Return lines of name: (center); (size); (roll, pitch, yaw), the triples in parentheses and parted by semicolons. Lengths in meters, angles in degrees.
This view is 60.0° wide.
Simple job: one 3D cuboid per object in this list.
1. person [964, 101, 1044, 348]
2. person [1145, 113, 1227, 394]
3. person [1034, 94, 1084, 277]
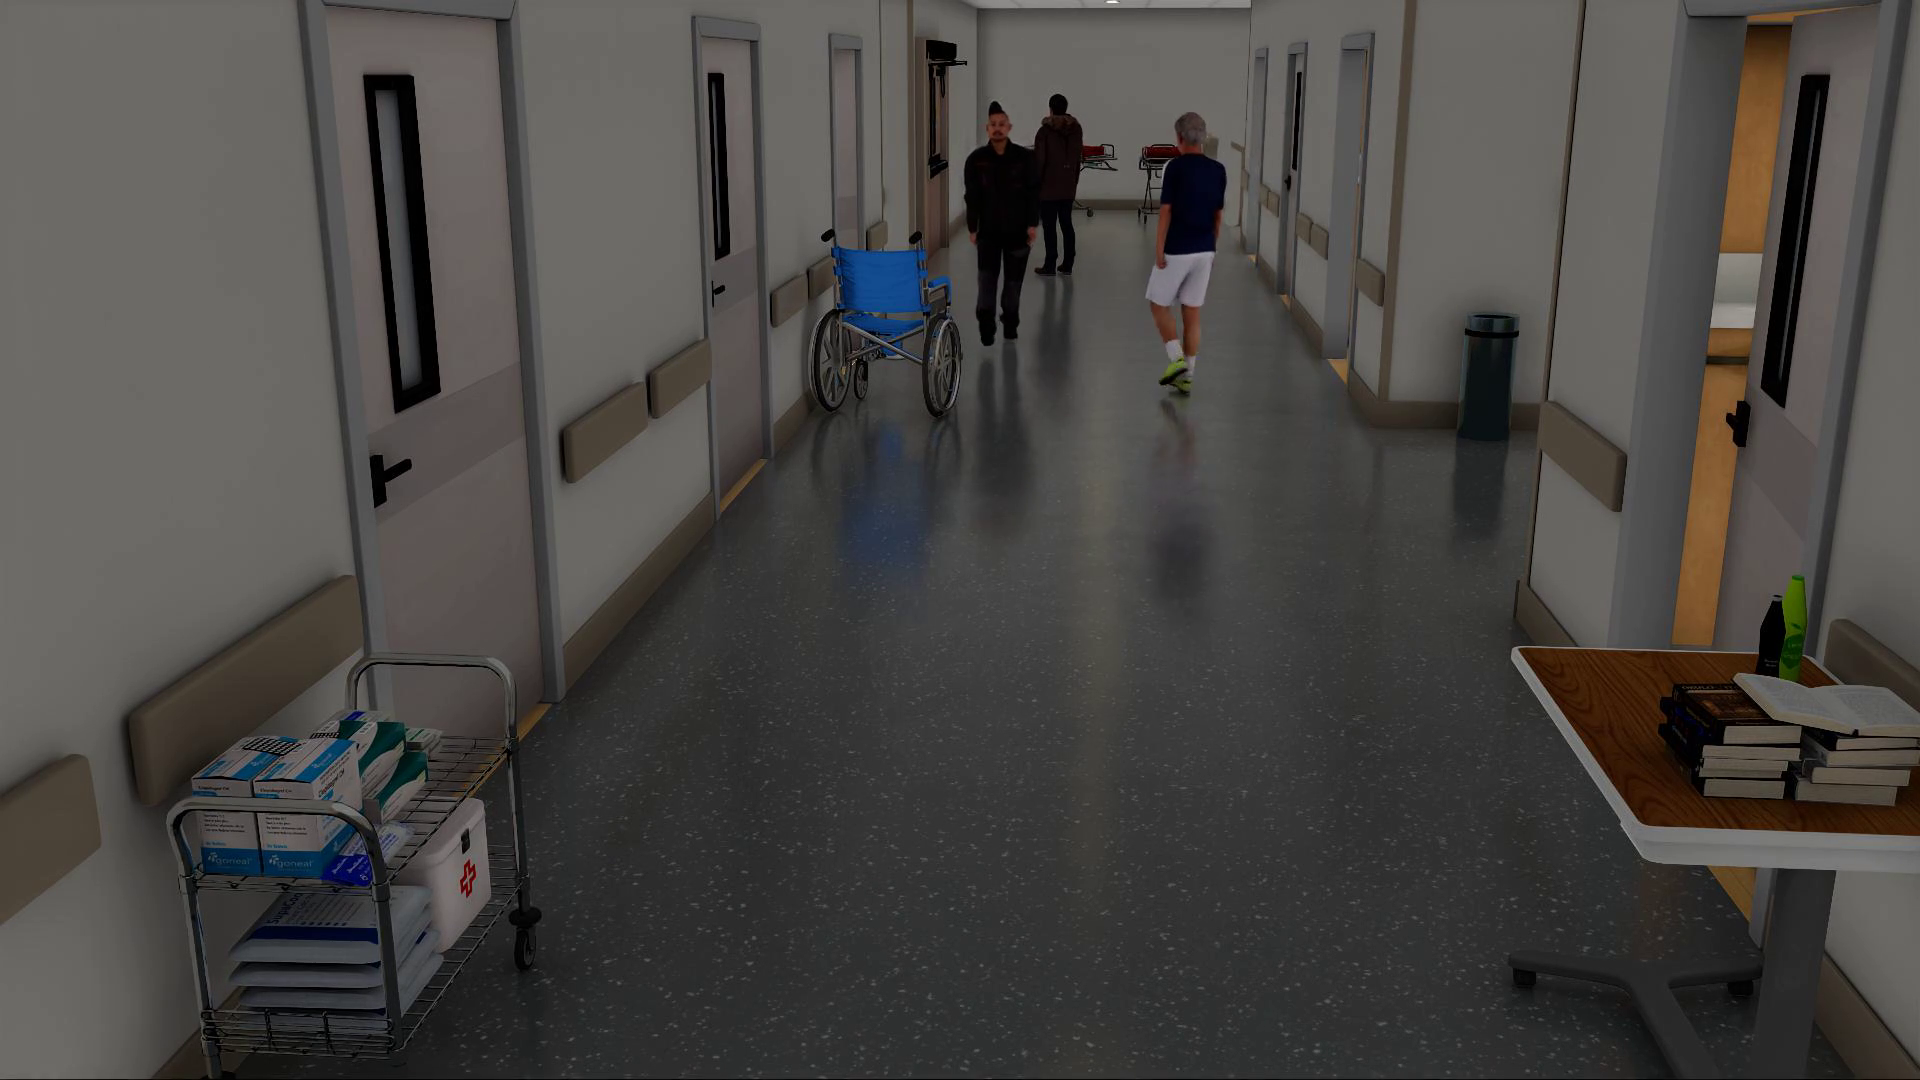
person: (0.341, -2.395, 12.787); (0.783, 1.807, 1.130); (0, 16, 2)
person: (1.530, -1.858, 10.886); (0.815, 1.805, 0.853); (-7, 17, -24)
person: (1.018, -3.703, 17.354); (0.877, 1.848, 0.911); (-10, 19, -32)
